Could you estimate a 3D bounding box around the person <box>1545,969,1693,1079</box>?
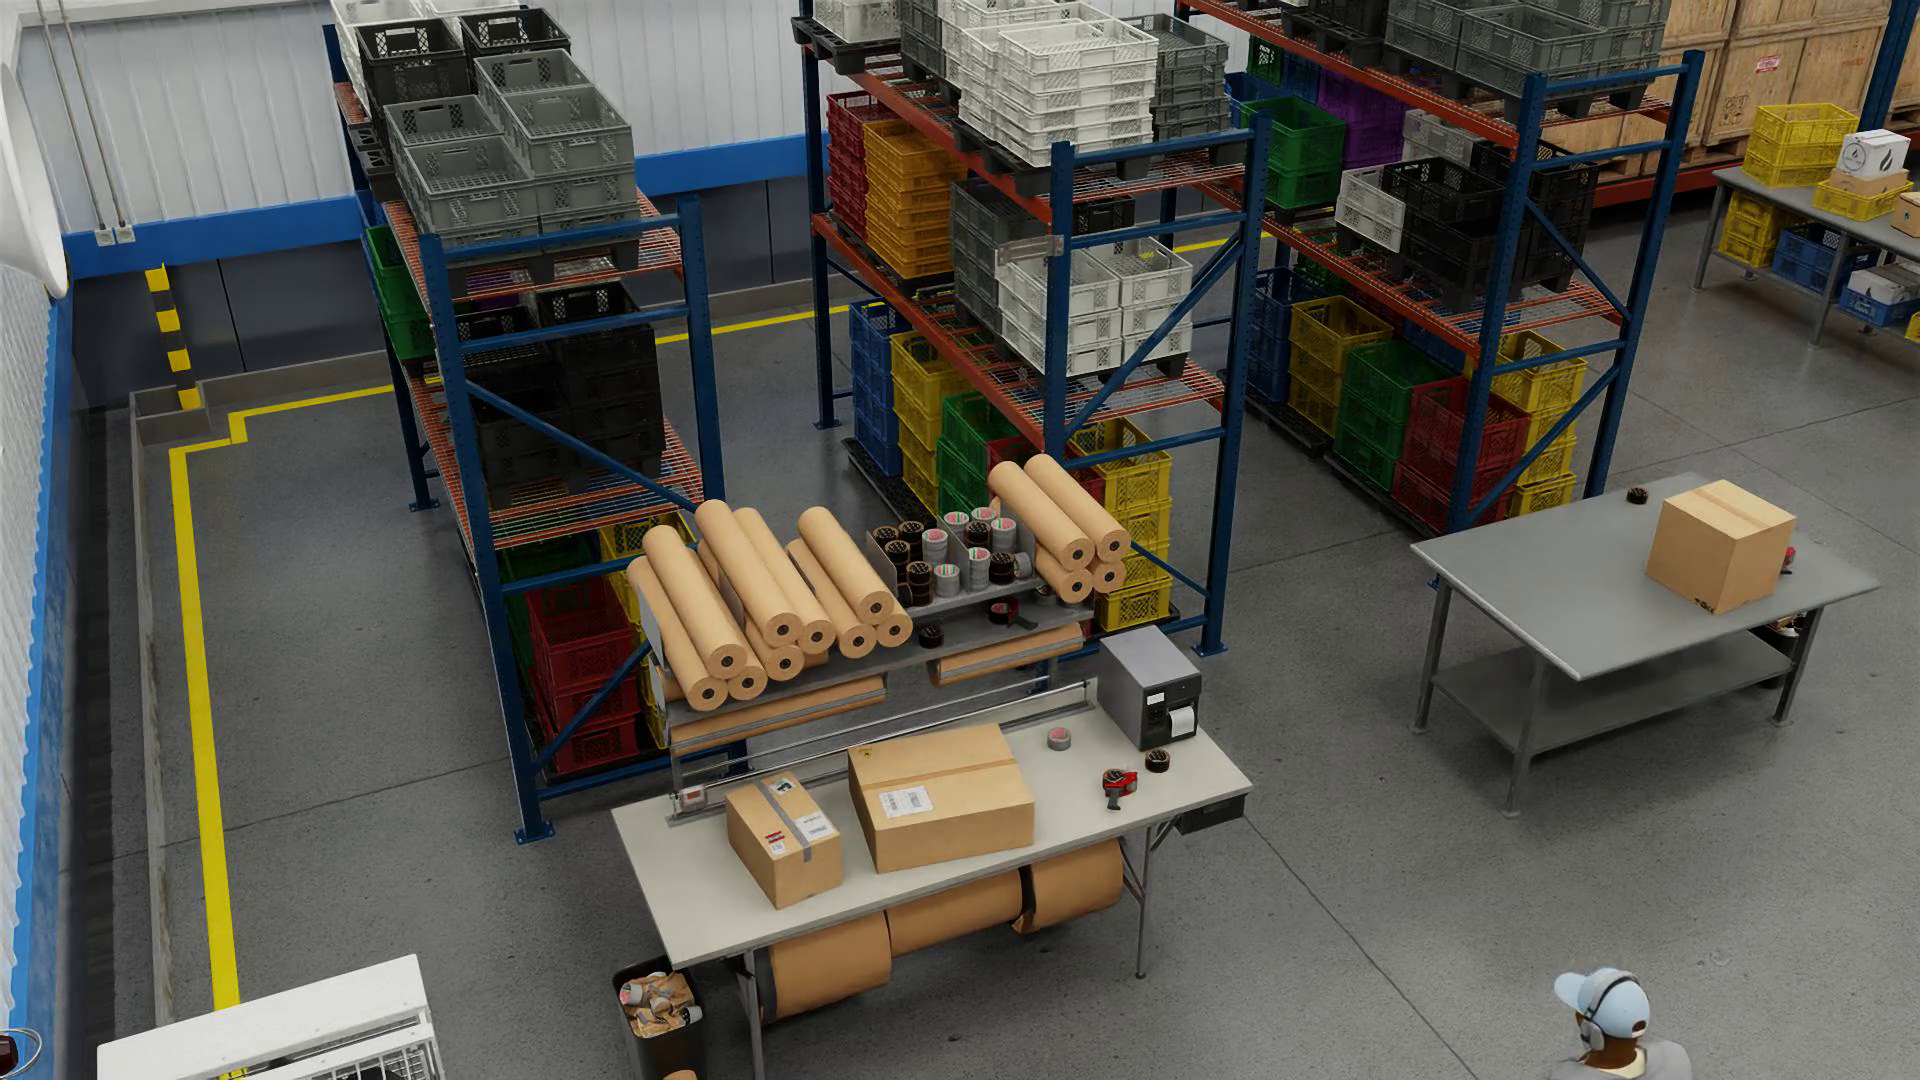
[{"bbox_3d":[1.882,2.022,5.180,0.587,1.850,0.388,-13,34,-21],"label":"person"}]
